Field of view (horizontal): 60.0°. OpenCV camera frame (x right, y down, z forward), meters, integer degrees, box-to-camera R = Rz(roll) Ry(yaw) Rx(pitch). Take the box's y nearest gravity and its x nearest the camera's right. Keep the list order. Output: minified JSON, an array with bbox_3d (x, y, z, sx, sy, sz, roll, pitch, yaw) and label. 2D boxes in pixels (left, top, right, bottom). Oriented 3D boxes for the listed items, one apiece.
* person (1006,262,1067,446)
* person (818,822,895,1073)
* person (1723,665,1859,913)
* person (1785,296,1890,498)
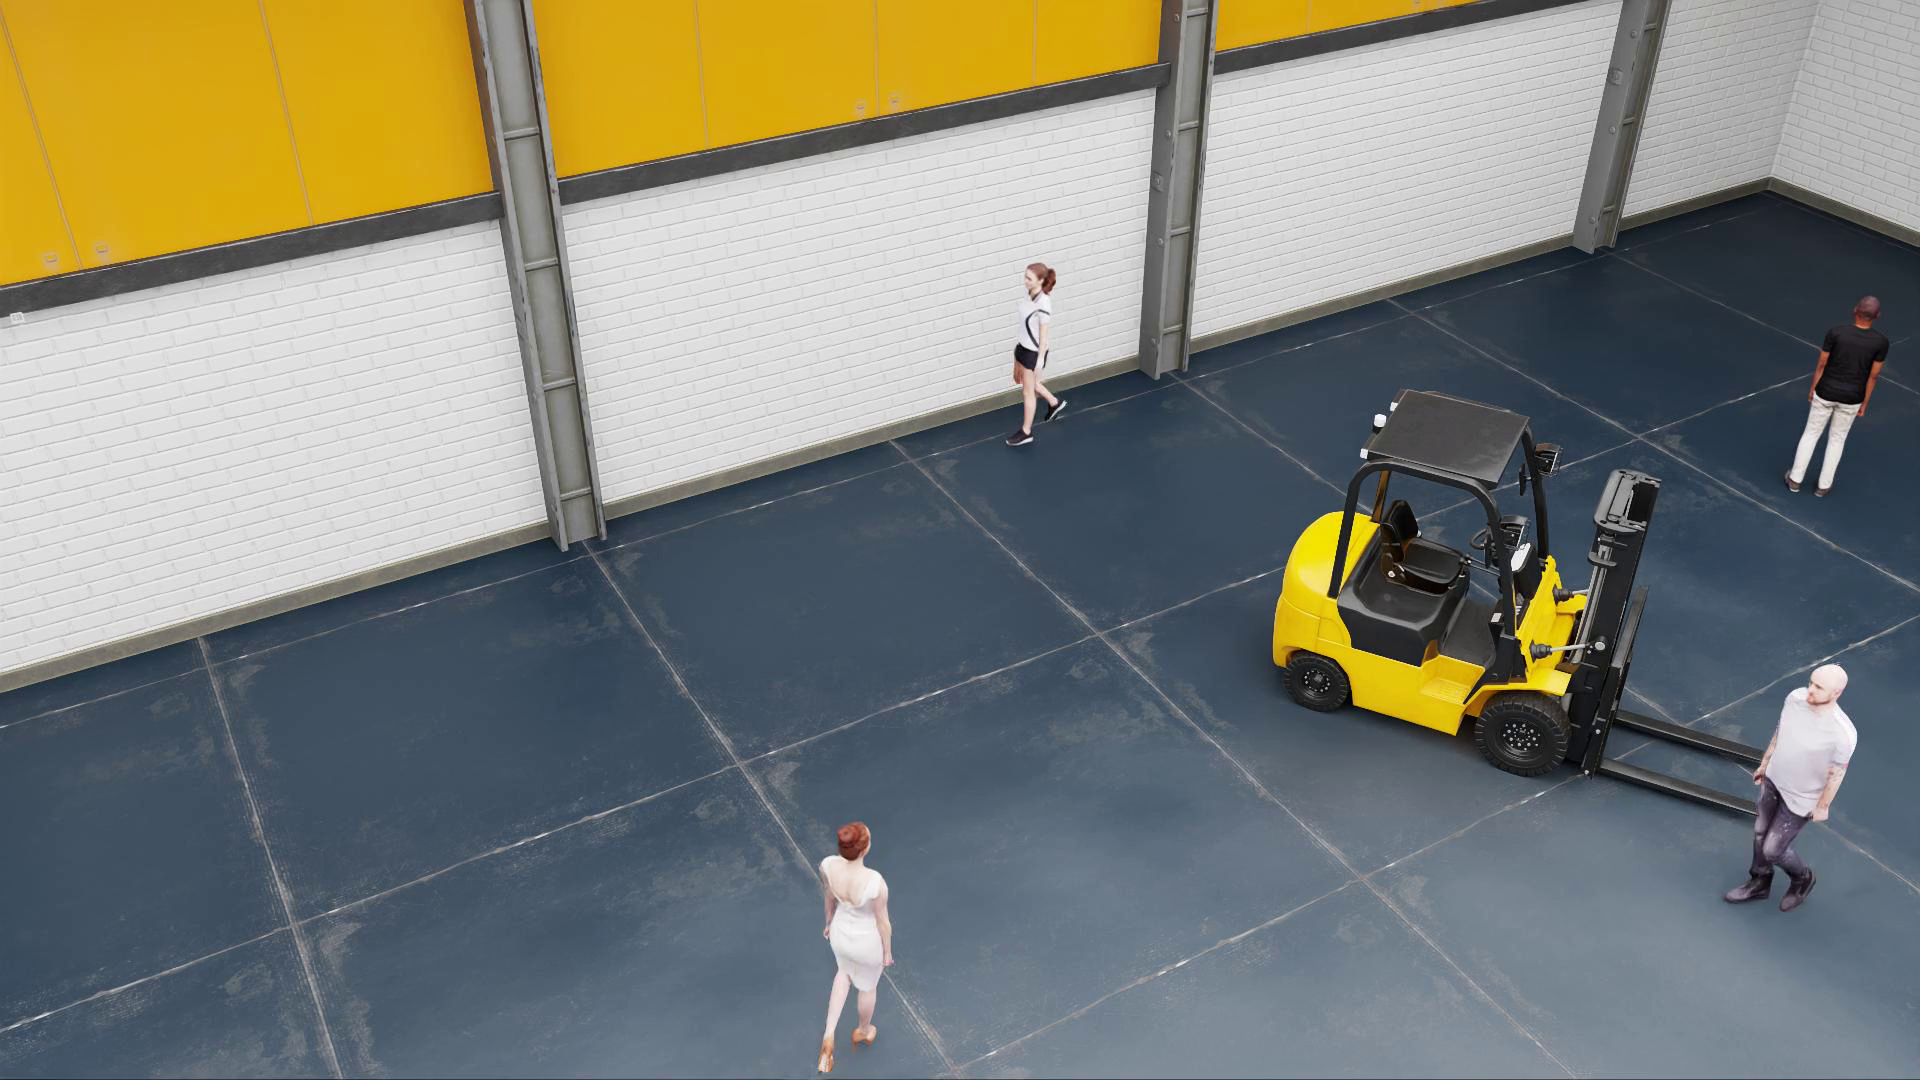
[{"bbox_3d":[0.700,-1.693,14.855,0.906,1.740,0.698,-12,35,-17],"label":"person"},{"bbox_3d":[-0.608,2.224,8.927,0.798,1.778,0.908,18,38,25],"label":"person"},{"bbox_3d":[5.094,1.486,10.002,0.846,1.818,0.777,-7,34,-11],"label":"person"},{"bbox_3d":[7.429,-1.207,14.072,0.737,1.796,0.772,13,36,19],"label":"person"}]
